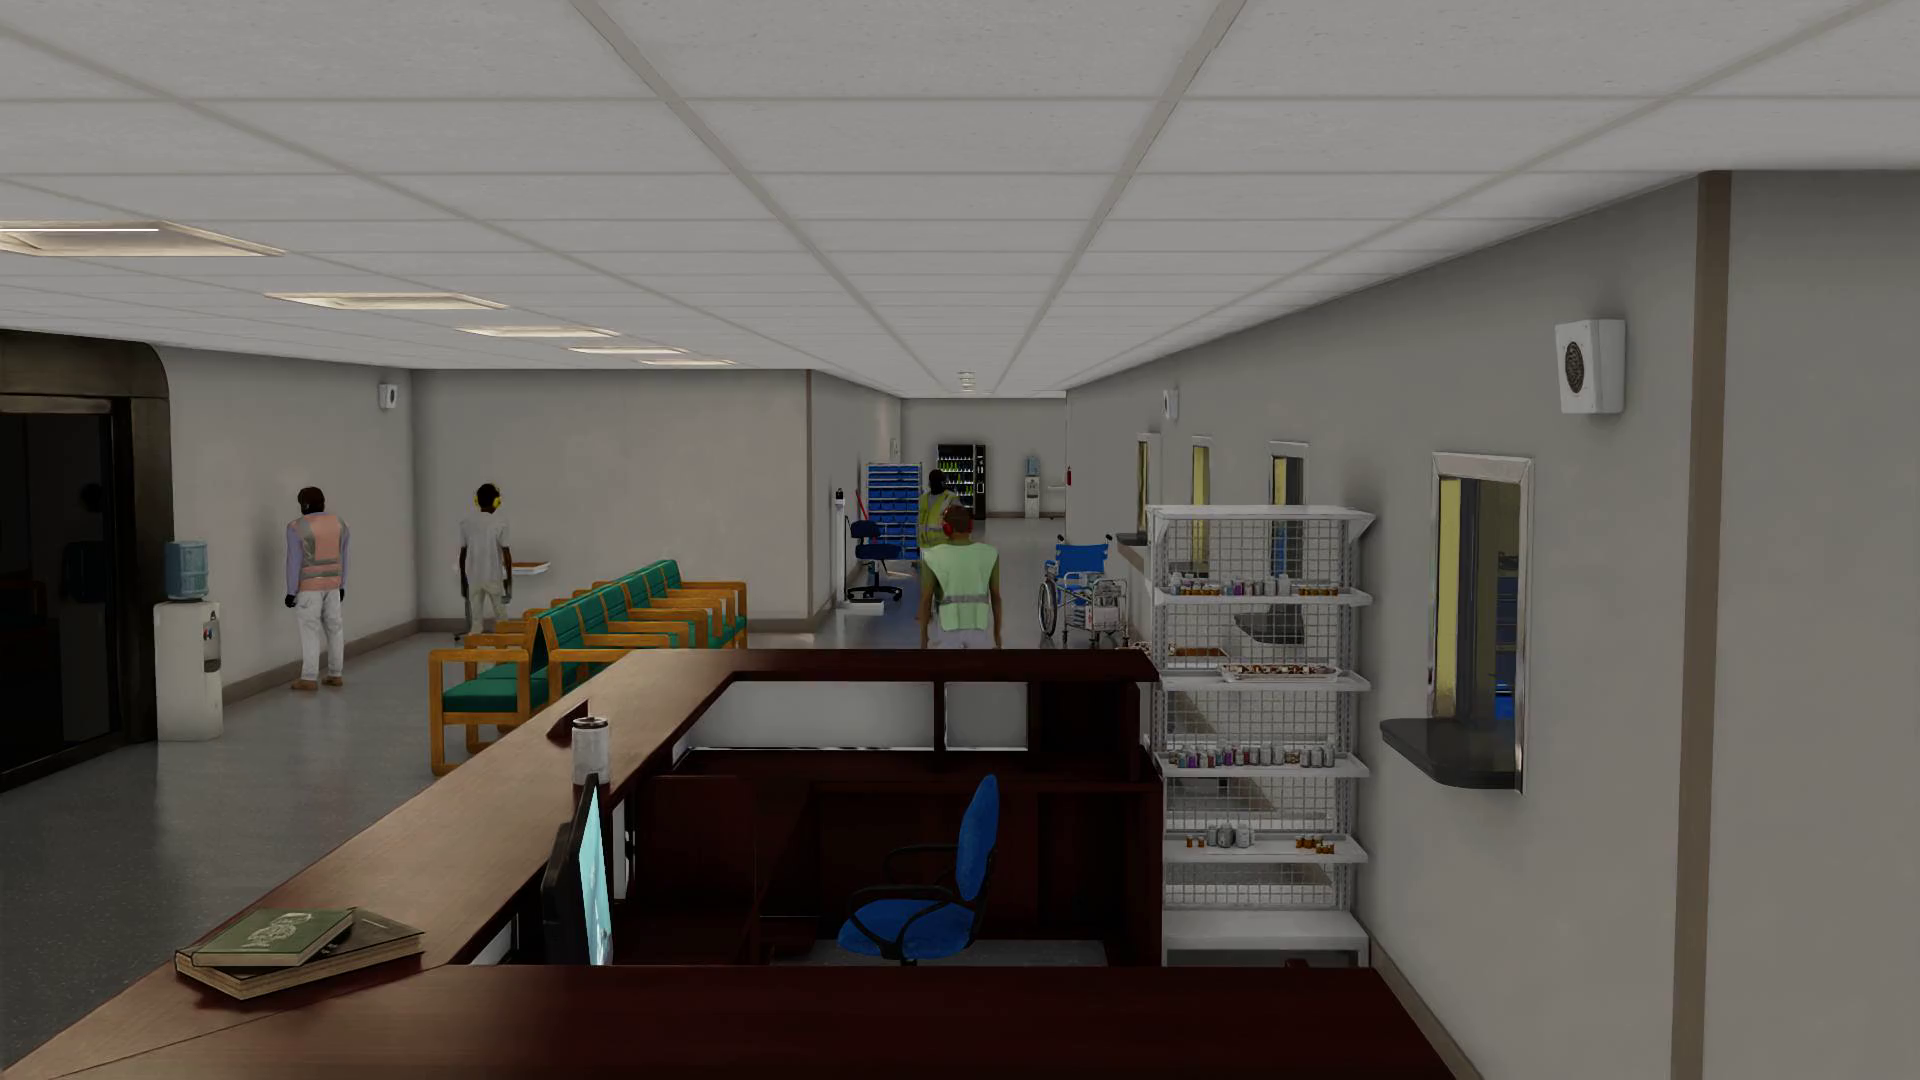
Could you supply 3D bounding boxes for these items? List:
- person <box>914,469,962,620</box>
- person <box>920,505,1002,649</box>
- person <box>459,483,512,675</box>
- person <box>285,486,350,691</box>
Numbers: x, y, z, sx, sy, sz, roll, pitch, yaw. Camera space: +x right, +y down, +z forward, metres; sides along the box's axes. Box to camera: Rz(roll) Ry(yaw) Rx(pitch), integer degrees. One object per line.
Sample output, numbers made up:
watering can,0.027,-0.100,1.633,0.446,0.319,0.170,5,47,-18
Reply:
person,-0.287,0.067,20.104,0.625,1.847,0.429,3,5,35
person,0.010,0.660,11.940,0.601,1.821,0.492,-1,4,-14
person,-4.386,0.399,15.411,0.535,1.844,0.586,0,4,-1
person,-5.816,0.435,14.999,0.429,1.839,0.622,3,5,32
